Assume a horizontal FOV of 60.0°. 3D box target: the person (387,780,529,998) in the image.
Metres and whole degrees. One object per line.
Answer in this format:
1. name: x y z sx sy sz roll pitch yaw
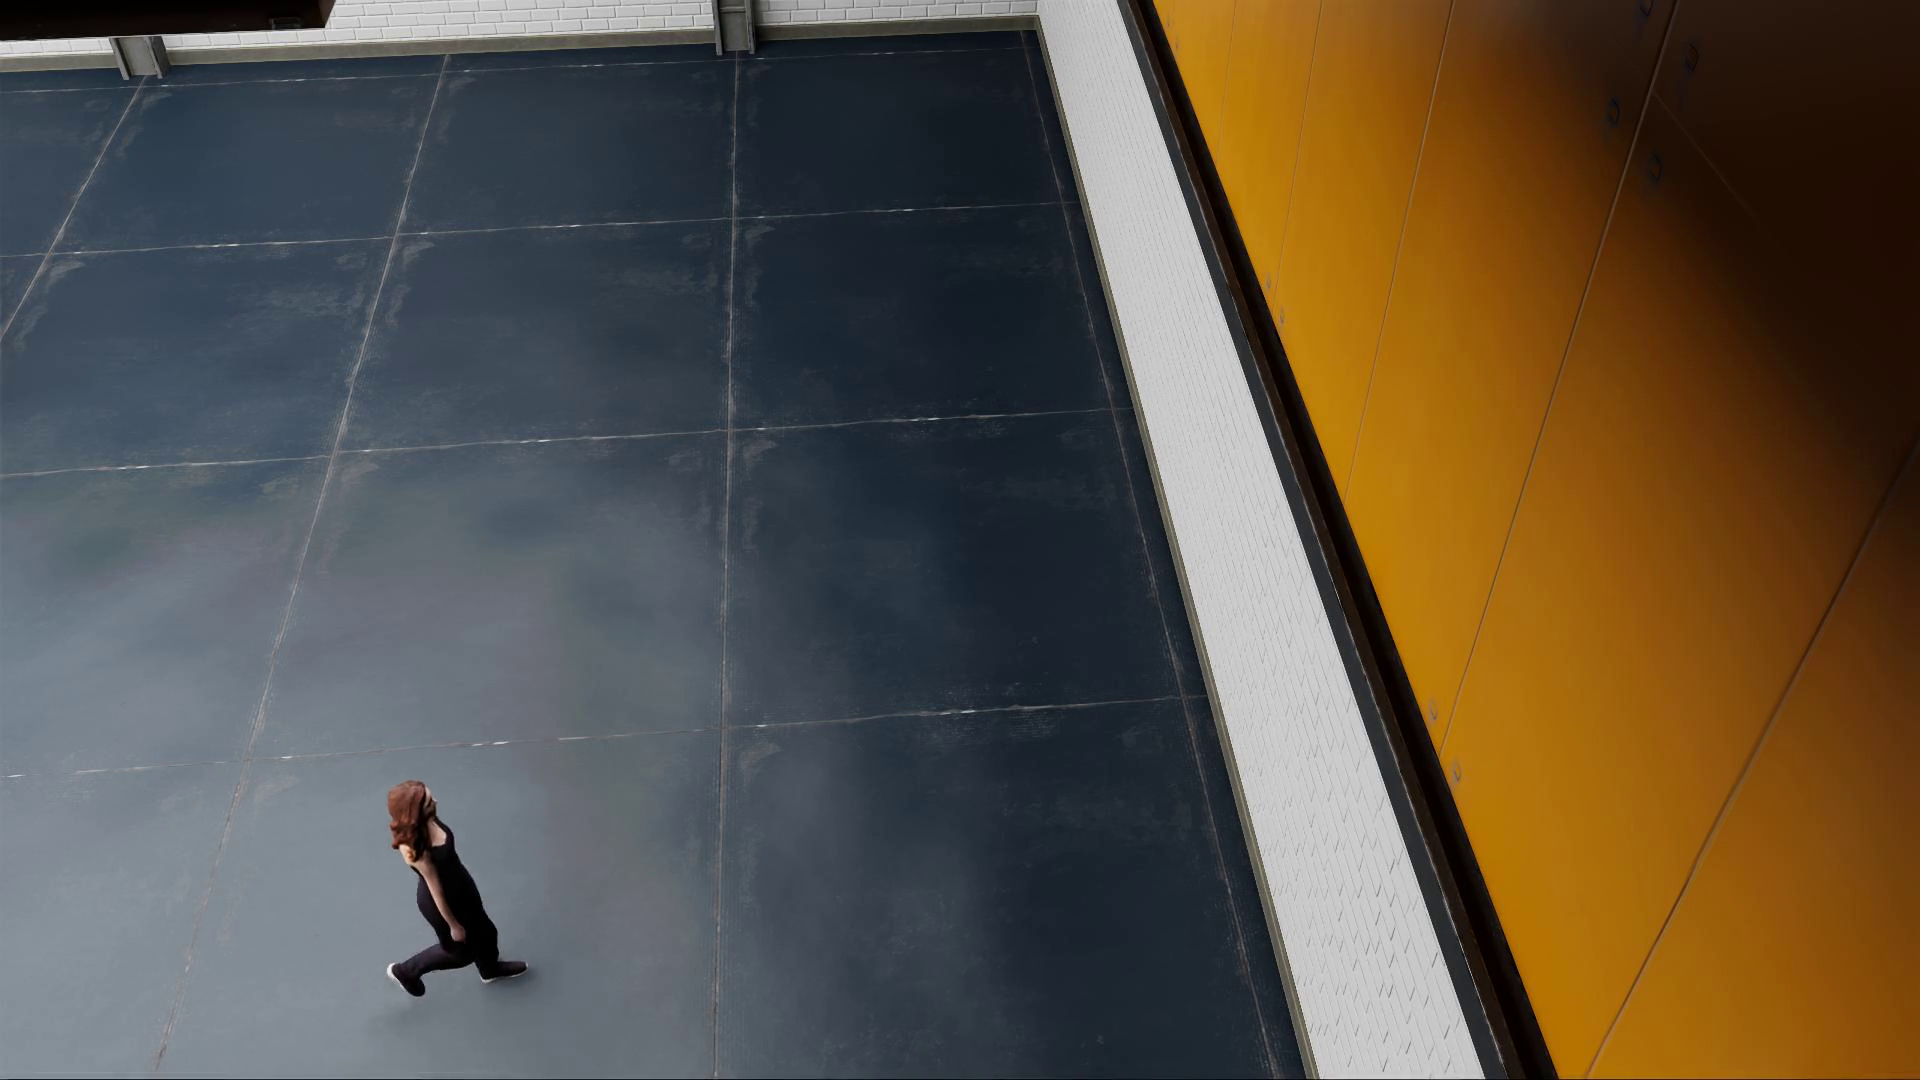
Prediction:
1. person: -2.788 1.884 8.750 0.944 1.732 0.632 -7 44 -8
